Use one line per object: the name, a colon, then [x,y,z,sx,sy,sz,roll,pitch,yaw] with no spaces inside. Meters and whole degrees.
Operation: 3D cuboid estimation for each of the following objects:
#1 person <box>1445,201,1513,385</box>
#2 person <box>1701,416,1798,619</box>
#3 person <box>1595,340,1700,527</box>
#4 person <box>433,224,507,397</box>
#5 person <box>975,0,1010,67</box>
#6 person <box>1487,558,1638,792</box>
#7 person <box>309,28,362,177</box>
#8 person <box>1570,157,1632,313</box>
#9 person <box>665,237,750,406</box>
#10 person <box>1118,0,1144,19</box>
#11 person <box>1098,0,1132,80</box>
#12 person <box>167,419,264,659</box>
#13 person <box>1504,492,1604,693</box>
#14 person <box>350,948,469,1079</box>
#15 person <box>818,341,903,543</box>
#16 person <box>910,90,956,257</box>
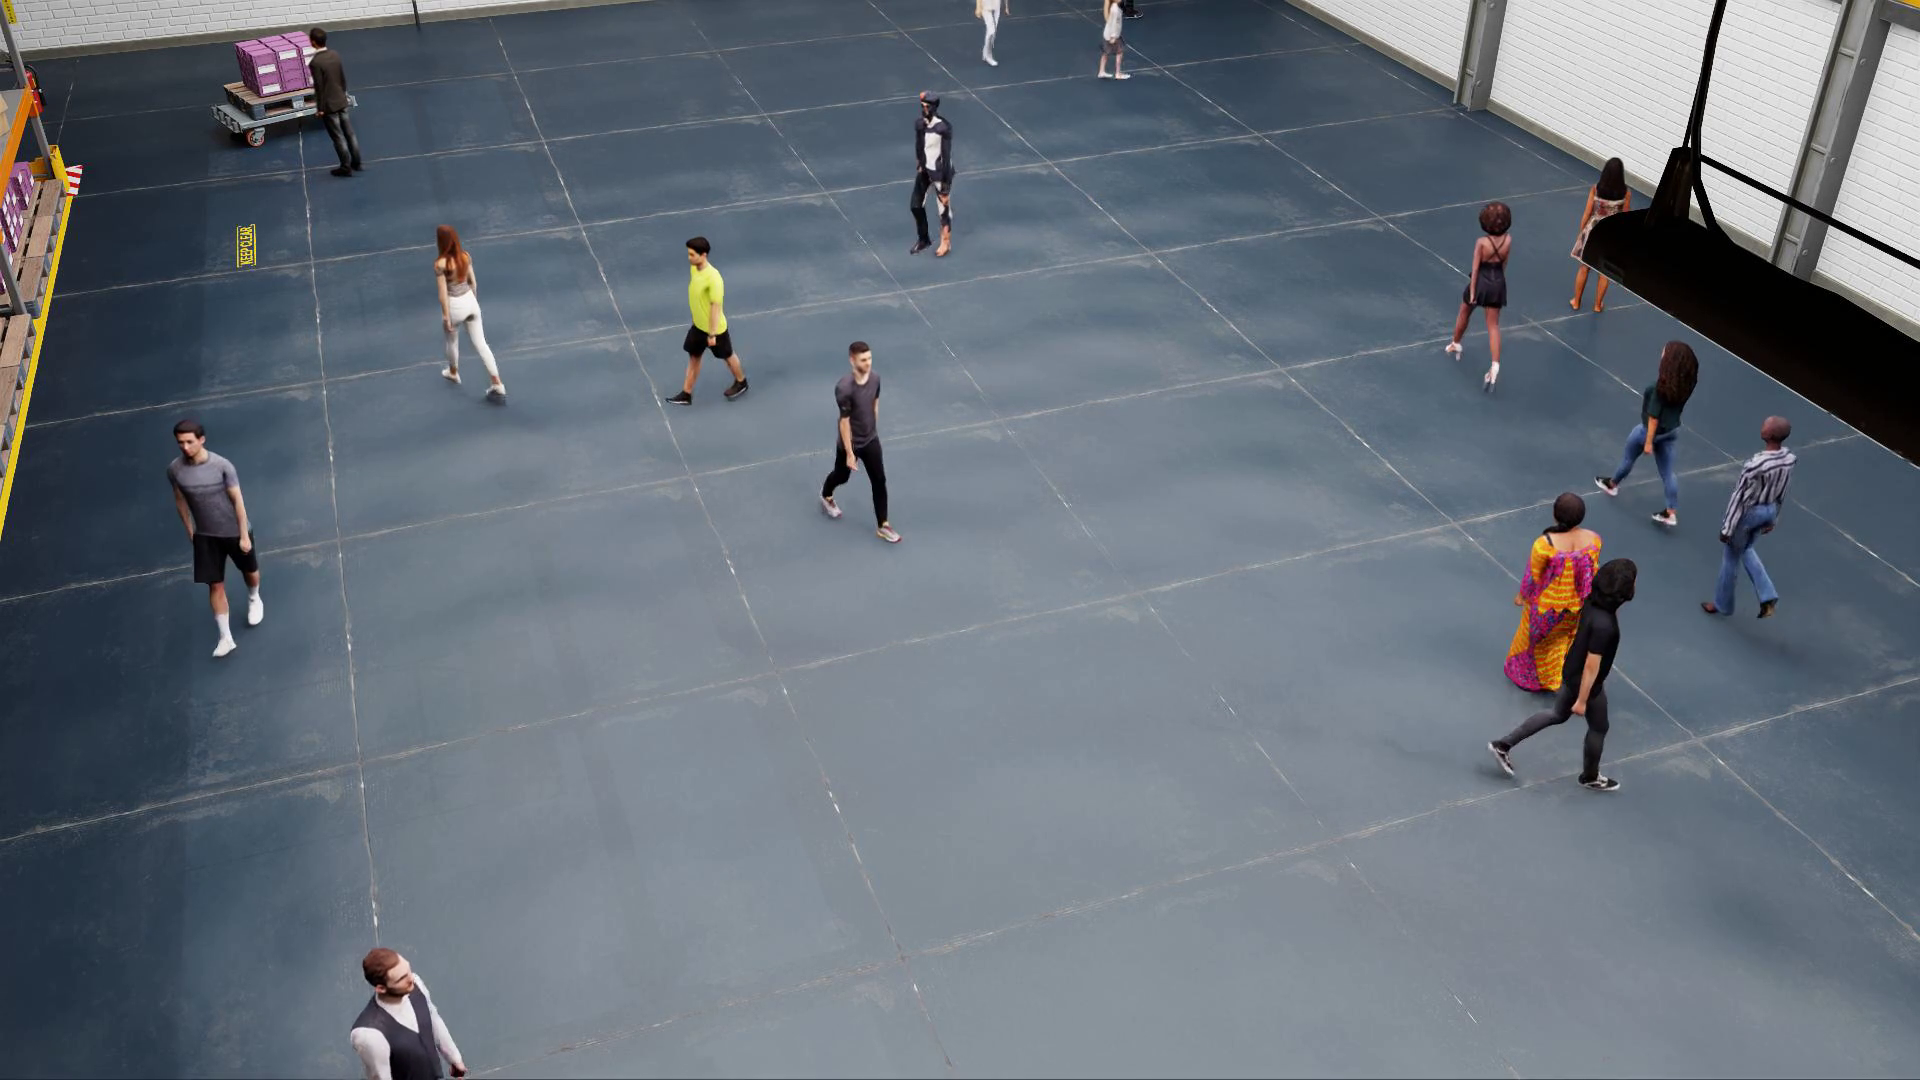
person: [5.069,-2.323,15.883,0.725,1.746,1.151,-4,34,-6]
person: [6.017,-0.094,12.494,0.702,1.785,0.826,-17,37,-24]
person: [5.875,-0.856,13.834,0.691,1.572,1.137,-16,37,-23]
person: [-4.615,-2.107,15.615,1.221,1.683,0.979,26,41,33]
person: [0.398,-7.763,24.150,0.733,1.656,0.752,-23,40,-31]
person: [4.027,0.900,10.996,1.062,1.789,1.168,5,34,7]
person: [-7.709,-5.391,20.447,0.801,1.804,0.722,12,36,18]
person: [6.646,-3.169,17.248,0.724,1.644,0.732,8,34,12]
person: [-2.277,-2.047,15.547,0.965,1.658,1.118,-25,41,-33]
person: [2.656,-9.135,26.085,0.714,1.797,0.532,-19,38,-26]
person: [2.103,-7.173,23.619,0.670,1.260,0.670,-3,34,-5]
person: [-5.512,-0.125,12.491,0.846,1.841,1.170,-4,34,-6]
person: [4.263,0.401,11.856,0.794,1.667,0.857,-3,34,-4]
person: [-2.779,2.693,8.177,0.862,1.924,0.762,5,34,7]
person: [-0.898,-0.833,13.658,0.939,1.728,1.244,-27,42,-34]
person: [-0.217,-4.062,18.383,0.821,1.875,0.904,20,39,28]
